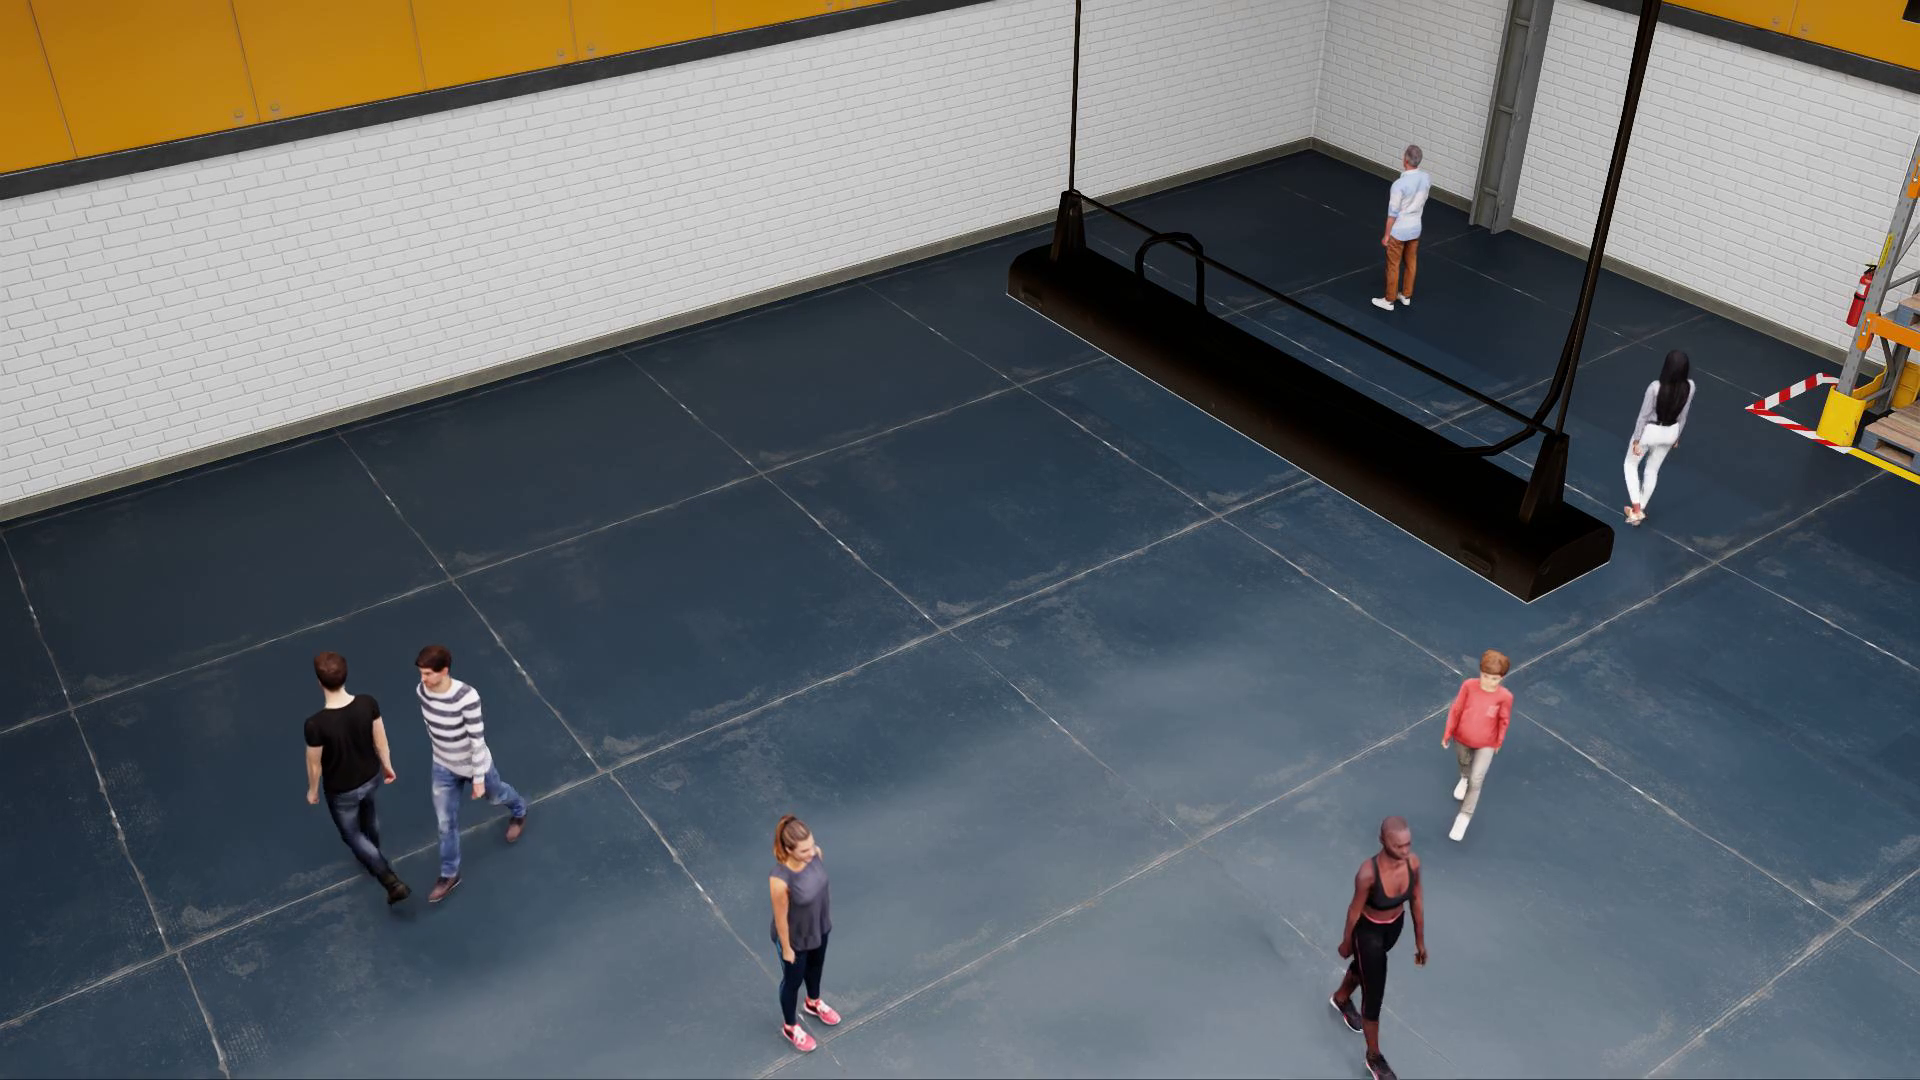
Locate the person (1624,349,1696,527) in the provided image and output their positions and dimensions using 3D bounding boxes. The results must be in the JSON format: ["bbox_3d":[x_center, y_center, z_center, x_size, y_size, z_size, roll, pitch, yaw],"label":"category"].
[{"bbox_3d":[6.006,-0.830,14.294,0.810,1.712,0.885,1,34,1],"label":"person"}]

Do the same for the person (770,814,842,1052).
[{"bbox_3d":[-0.919,2.255,9.642,0.631,1.724,0.623,21,39,28],"label":"person"}]

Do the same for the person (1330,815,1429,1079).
[{"bbox_3d":[2.374,2.217,9.689,0.671,1.737,1.017,-16,37,-23],"label":"person"}]

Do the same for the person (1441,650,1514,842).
[{"bbox_3d":[3.542,1.304,11.381,0.954,1.383,0.818,20,39,27],"label":"person"}]

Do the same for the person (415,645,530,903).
[{"bbox_3d":[-3.173,1.398,10.858,1.219,1.807,1.167,11,35,17],"label":"person"}]

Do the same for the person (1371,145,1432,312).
[{"bbox_3d":[4.823,-3.385,18.035,0.702,1.827,0.606,-17,37,-24],"label":"person"}]

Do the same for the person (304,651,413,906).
[{"bbox_3d":[-3.821,1.559,10.556,1.125,1.872,0.855,24,40,31],"label":"person"}]
